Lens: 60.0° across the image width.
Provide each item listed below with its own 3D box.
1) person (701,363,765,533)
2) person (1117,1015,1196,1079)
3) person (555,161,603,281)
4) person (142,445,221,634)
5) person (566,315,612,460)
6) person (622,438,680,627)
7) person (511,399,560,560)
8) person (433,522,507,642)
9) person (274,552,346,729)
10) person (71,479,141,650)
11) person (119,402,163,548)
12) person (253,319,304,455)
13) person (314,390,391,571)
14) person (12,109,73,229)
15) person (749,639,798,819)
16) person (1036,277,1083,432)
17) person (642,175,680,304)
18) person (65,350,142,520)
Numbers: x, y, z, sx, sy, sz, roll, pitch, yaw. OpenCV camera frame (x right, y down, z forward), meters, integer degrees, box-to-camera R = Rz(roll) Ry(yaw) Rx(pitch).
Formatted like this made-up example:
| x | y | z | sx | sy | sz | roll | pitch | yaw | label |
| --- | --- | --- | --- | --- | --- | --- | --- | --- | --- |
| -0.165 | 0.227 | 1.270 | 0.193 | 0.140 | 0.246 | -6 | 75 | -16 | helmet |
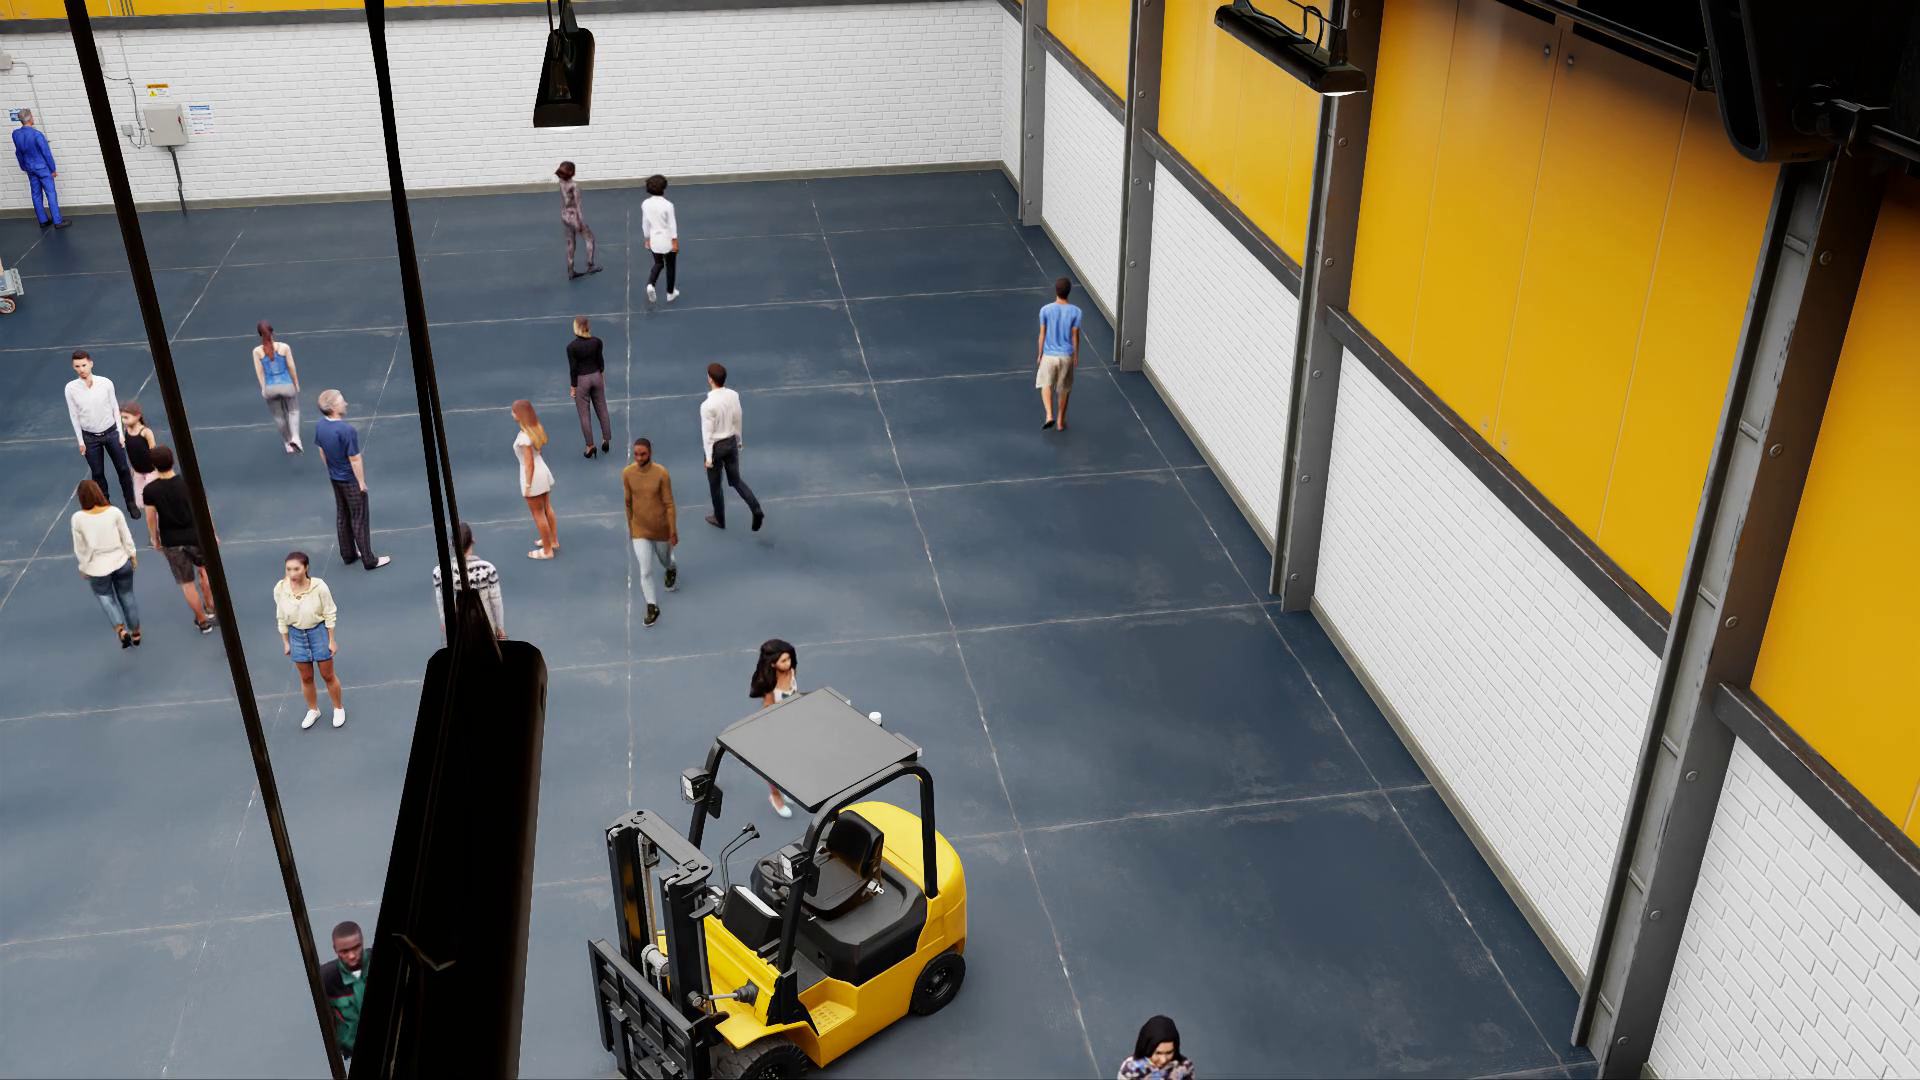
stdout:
| x | y | z | sx | sy | sz | roll | pitch | yaw | label |
| --- | --- | --- | --- | --- | --- | --- | --- | --- | --- |
| -2.344 | -0.881 | 16.864 | 1.139 | 1.846 | 1.038 | 22 | 35 | 34 | person |
| 1.070 | 3.325 | 9.268 | 0.603 | 1.735 | 0.510 | -5 | 29 | -9 | person |
| -5.579 | -4.533 | 23.716 | 0.840 | 1.695 | 0.886 | 22 | 36 | 35 | person |
| -7.079 | 0.027 | 15.193 | 0.829 | 1.851 | 0.849 | -17 | 33 | -28 | person |
| -4.147 | -1.711 | 18.569 | 0.689 | 1.670 | 0.710 | -24 | 37 | -37 | person |
| -2.865 | -0.151 | 15.578 | 0.813 | 1.795 | 1.156 | 2 | 29 | 3 | person |
| -4.221 | -0.615 | 16.533 | 0.688 | 1.695 | 0.564 | 3 | 29 | 6 | person |
| -4.054 | 0.769 | 13.850 | 0.748 | 1.834 | 1.011 | -8 | 30 | -15 | person |
| -5.449 | 0.827 | 13.957 | 0.652 | 1.631 | 0.580 | -2 | 29 | -4 | person |
| -7.651 | 0.269 | 14.947 | 0.778 | 1.662 | 0.853 | -12 | 31 | -21 | person |
| -8.184 | -0.709 | 16.855 | 0.725 | 1.552 | 0.862 | 9 | 30 | 16 | person |
| -7.596 | -1.661 | 18.554 | 0.677 | 1.596 | 0.866 | -12 | 31 | -21 | person |
| -6.018 | -0.597 | 16.317 | 0.737 | 1.870 | 0.778 | 16 | 33 | 27 | person |
| -14.327 | -5.770 | 25.845 | 0.793 | 1.827 | 0.708 | 6 | 29 | 11 | person |
| -1.450 | 1.453 | 12.827 | 0.768 | 1.614 | 0.708 | 18 | 33 | 30 | person |
| 1.124 | -2.075 | 19.050 | 0.740 | 1.849 | 0.840 | 1 | 29 | 1 | person |
| -4.121 | -4.093 | 22.805 | 0.892 | 1.796 | 1.042 | 9 | 30 | 16 | person |
| -8.908 | -1.098 | 17.238 | 0.684 | 1.868 | 0.679 | -14 | 31 | -23 | person |
